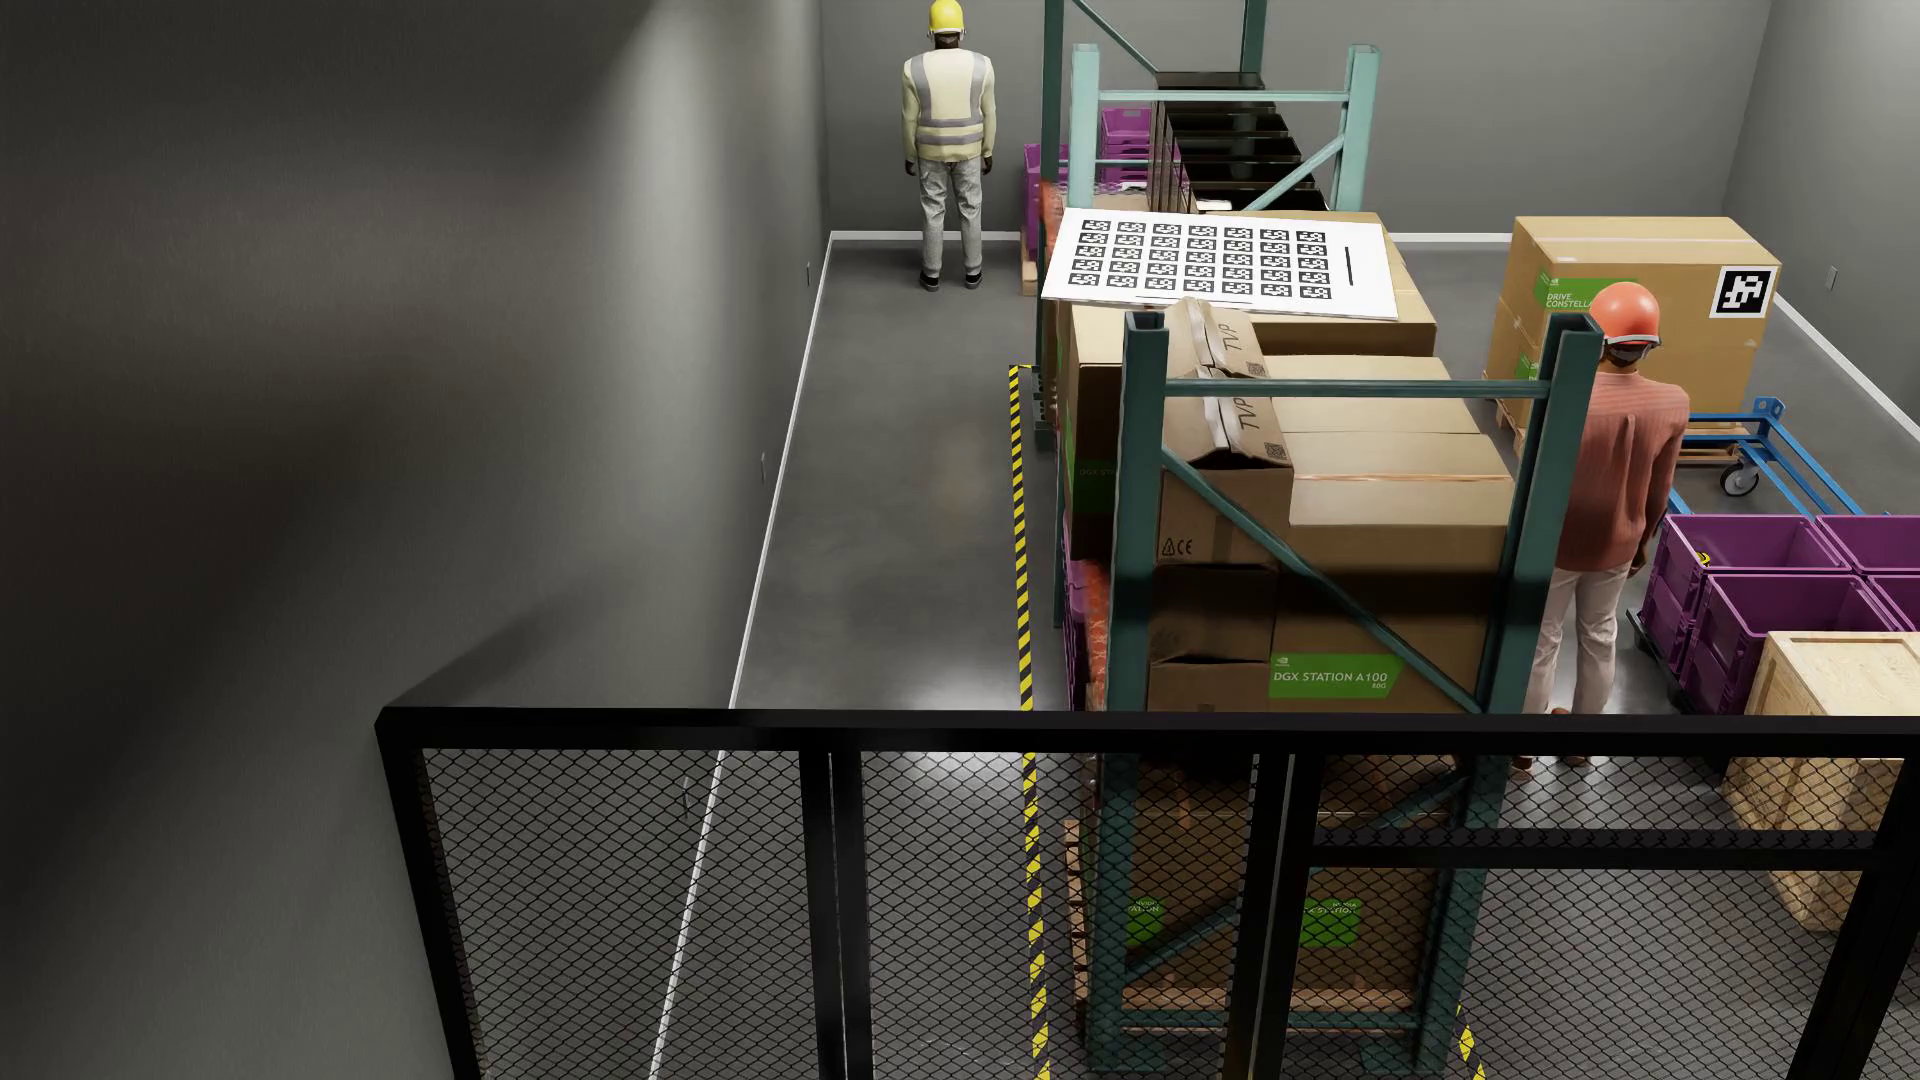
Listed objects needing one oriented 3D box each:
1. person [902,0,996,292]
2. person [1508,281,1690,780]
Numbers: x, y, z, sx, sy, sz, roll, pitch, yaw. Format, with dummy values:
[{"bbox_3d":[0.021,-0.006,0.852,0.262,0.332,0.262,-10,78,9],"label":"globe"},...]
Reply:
[{"bbox_3d":[-0.070,-2.455,10.390,0.586,1.837,0.403,-3,31,-5],"label":"person"},{"bbox_3d":[2.293,-0.006,6.171,0.623,1.992,0.396,-7,32,-12],"label":"person"}]
